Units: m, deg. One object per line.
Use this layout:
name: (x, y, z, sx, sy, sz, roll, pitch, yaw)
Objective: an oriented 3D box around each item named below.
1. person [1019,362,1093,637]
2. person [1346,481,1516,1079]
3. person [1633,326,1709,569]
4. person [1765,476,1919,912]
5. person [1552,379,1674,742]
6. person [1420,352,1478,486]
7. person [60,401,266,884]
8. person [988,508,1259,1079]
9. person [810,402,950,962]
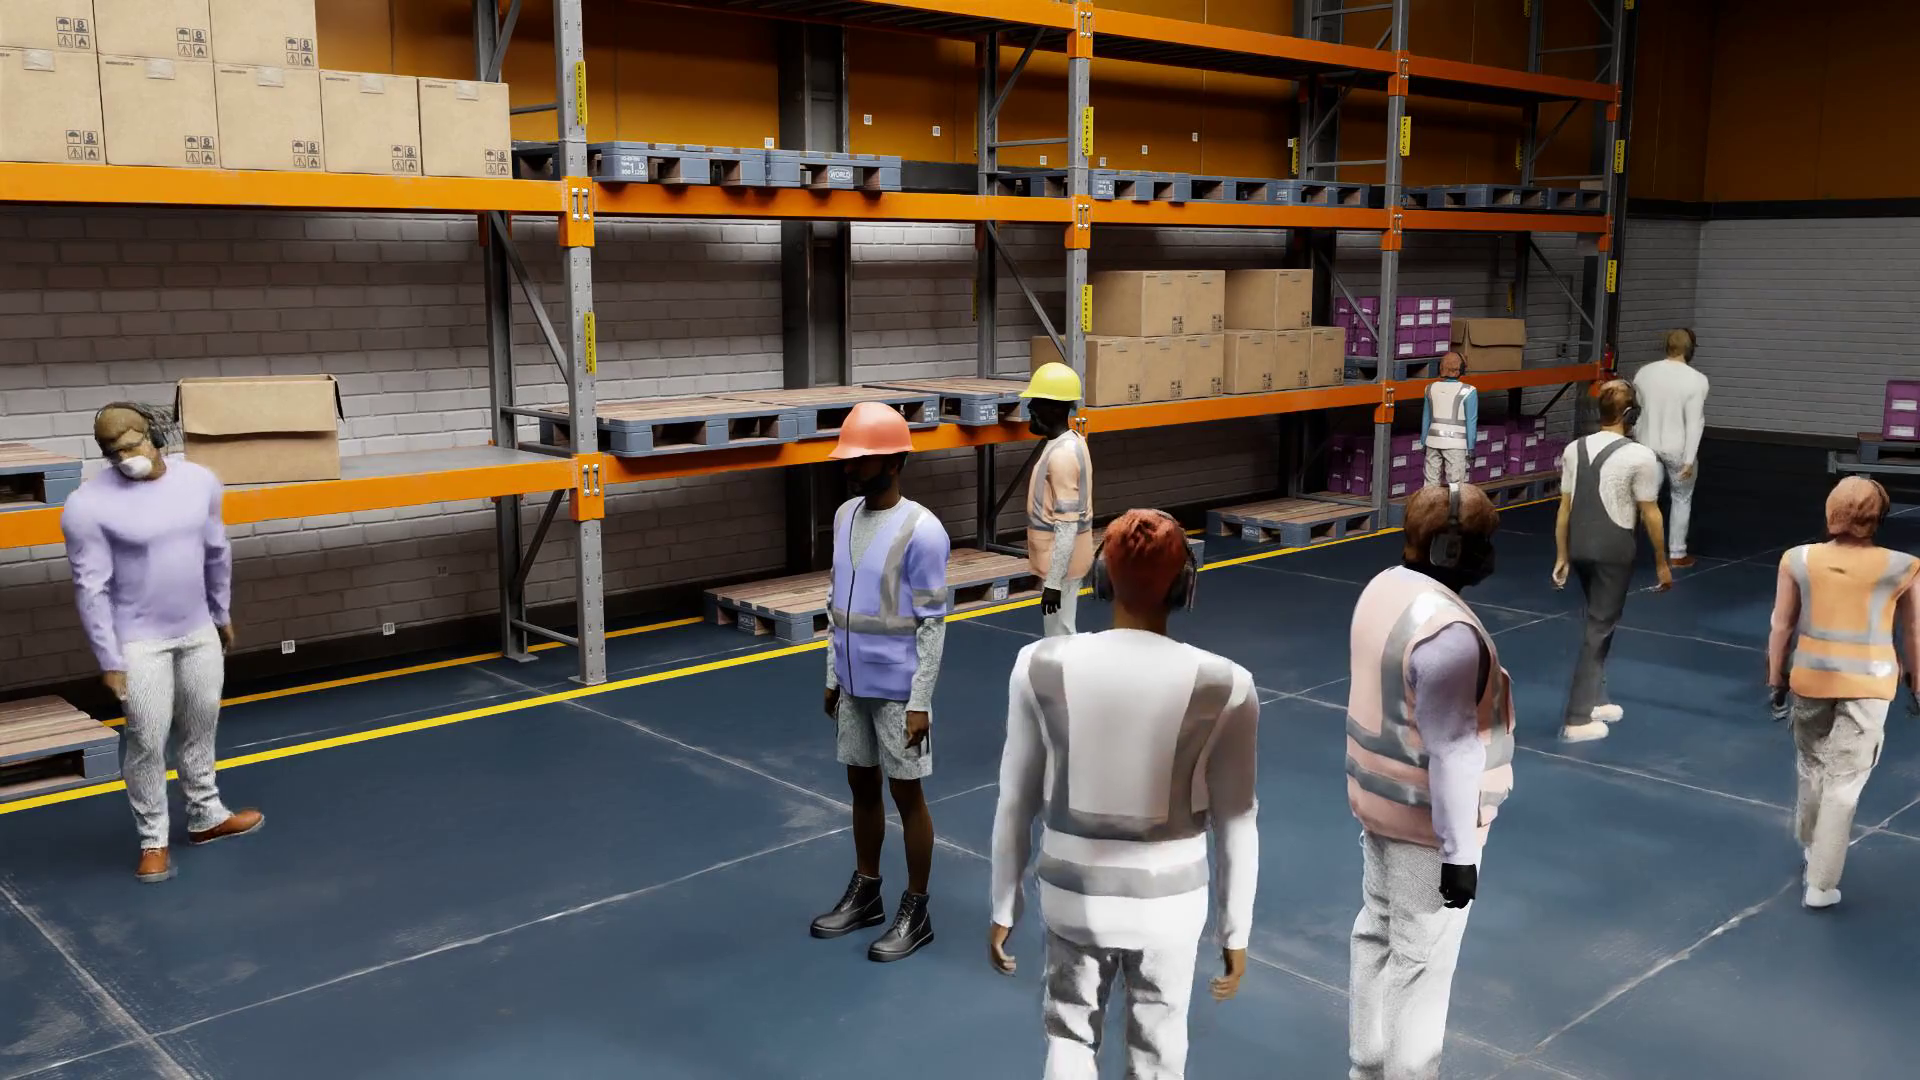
person: (0.458, 0.116, 7.984, 0.360, 1.930, 0.589, 0, 10, 2)
person: (1.269, 0.754, 4.514, 0.429, 1.839, 0.634, -1, 10, -4)
person: (5.391, -0.687, 12.776, 0.871, 1.907, 0.629, -7, 12, -37)
person: (3.394, 0.561, 6.330, 0.521, 1.607, 0.793, 9, 14, 44)
person: (3.320, 0.104, 8.390, 0.714, 1.820, 0.511, -5, 11, -26)
person: (4.136, -0.776, 14.116, 0.319, 1.628, 0.522, -7, 12, -37)
person: (-3.108, 0.381, 6.569, 0.416, 1.895, 0.797, 5, 11, 28)
person: (0.363, 0.862, 3.804, 0.634, 1.868, 0.475, 2, 10, 12)
person: (-0.286, 0.487, 5.789, 0.544, 1.939, 0.354, 9, 13, 44)
